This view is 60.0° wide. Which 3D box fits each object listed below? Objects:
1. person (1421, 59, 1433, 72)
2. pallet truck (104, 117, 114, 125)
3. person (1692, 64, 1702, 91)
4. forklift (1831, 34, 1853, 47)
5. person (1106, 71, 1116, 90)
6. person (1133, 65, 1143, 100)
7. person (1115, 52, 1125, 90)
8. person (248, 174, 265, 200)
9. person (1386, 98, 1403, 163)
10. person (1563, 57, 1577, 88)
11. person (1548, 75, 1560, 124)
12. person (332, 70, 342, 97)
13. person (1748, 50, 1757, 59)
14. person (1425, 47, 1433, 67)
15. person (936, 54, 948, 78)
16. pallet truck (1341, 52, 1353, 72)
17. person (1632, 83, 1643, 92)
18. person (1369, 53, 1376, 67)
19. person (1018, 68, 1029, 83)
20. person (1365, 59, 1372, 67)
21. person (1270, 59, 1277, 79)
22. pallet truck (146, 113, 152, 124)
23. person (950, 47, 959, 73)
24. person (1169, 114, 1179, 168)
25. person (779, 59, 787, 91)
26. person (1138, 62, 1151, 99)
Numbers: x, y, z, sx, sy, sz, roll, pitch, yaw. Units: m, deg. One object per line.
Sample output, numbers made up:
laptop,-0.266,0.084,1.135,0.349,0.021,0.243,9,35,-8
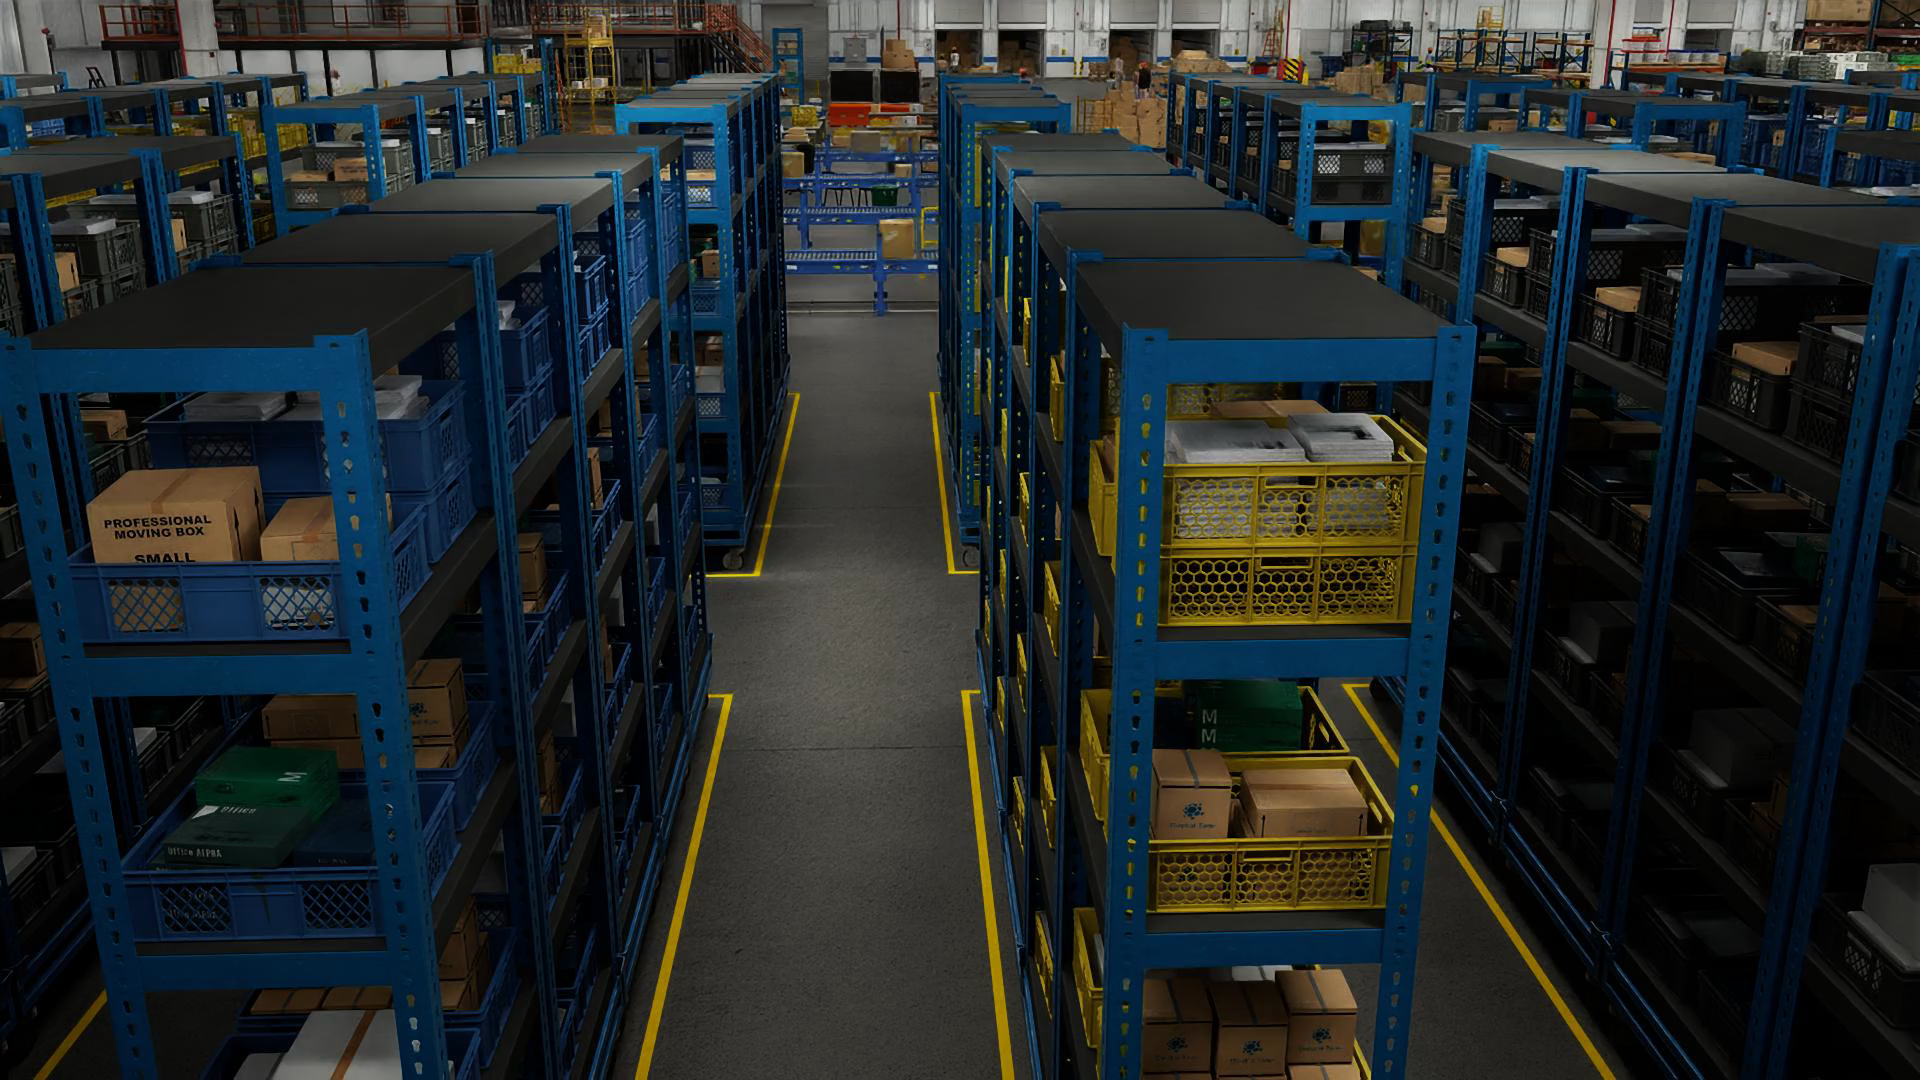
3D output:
person,20.447,-20.051,72.836,0.588,1.928,0.383,-6,19,-19
pallet truck,-18.367,-7.885,35.078,1.885,1.965,0.823,1,18,2
person,30.587,-18.895,69.283,0.653,1.913,0.911,-13,22,-35
forklift,44.028,-23.961,83.412,1.129,2.768,1.873,-1,18,-2
person,5.661,-16.598,62.269,0.328,1.861,0.500,-16,24,-41
person,7.790,-19.670,72.017,0.540,1.700,1.000,-1,18,-2
person,8.121,-23.546,83.691,0.892,1.904,0.640,14,22,36
person,-10.785,-4.729,25.630,0.869,1.792,0.593,12,21,33
person,12.134,-11.411,46.343,0.606,1.781,0.947,-2,18,-6
person,28.160,-21.377,76.950,0.671,1.933,0.383,9,20,26
person,20.600,-15.232,57.999,1.012,1.873,0.547,2,18,7
person,-23.468,-16.766,62.768,0.504,1.863,0.604,0,18,0
person,42.345,-25.307,89.162,0.628,1.905,1.005,-14,22,-36
person,26.055,-26.387,92.428,0.370,1.935,0.552,-1,18,-3
person,-0.880,-23.183,82.614,0.609,1.874,0.992,-1,18,-4
pallet truck,18.794,-23.123,82.231,0.823,1.965,1.885,-13,22,-35
person,25.523,-16.664,62.734,0.552,1.686,0.384,-12,22,-34
person,21.281,-24.276,86.074,0.353,1.835,0.530,-3,18,-10
person,2.229,-16.251,60.928,0.835,2.012,0.636,-11,21,-31
person,20.073,-22.843,81.913,0.528,1.655,0.886,-3,18,-10
person,14.939,-22.125,79.585,0.661,1.720,0.493,11,21,30
pallet truck,-18.087,-8.309,36.390,1.885,1.965,0.823,-1,18,-4
person,-0.314,-26.561,92.974,0.543,1.932,0.370,-14,23,-37
person,5.115,-9.360,40.014,0.318,1.766,0.533,-3,18,-9
person,-8.685,-22.747,81.318,0.429,1.841,0.633,-7,19,-22
person,7.471,-18.421,67.701,0.390,1.986,0.609,-15,23,-38
